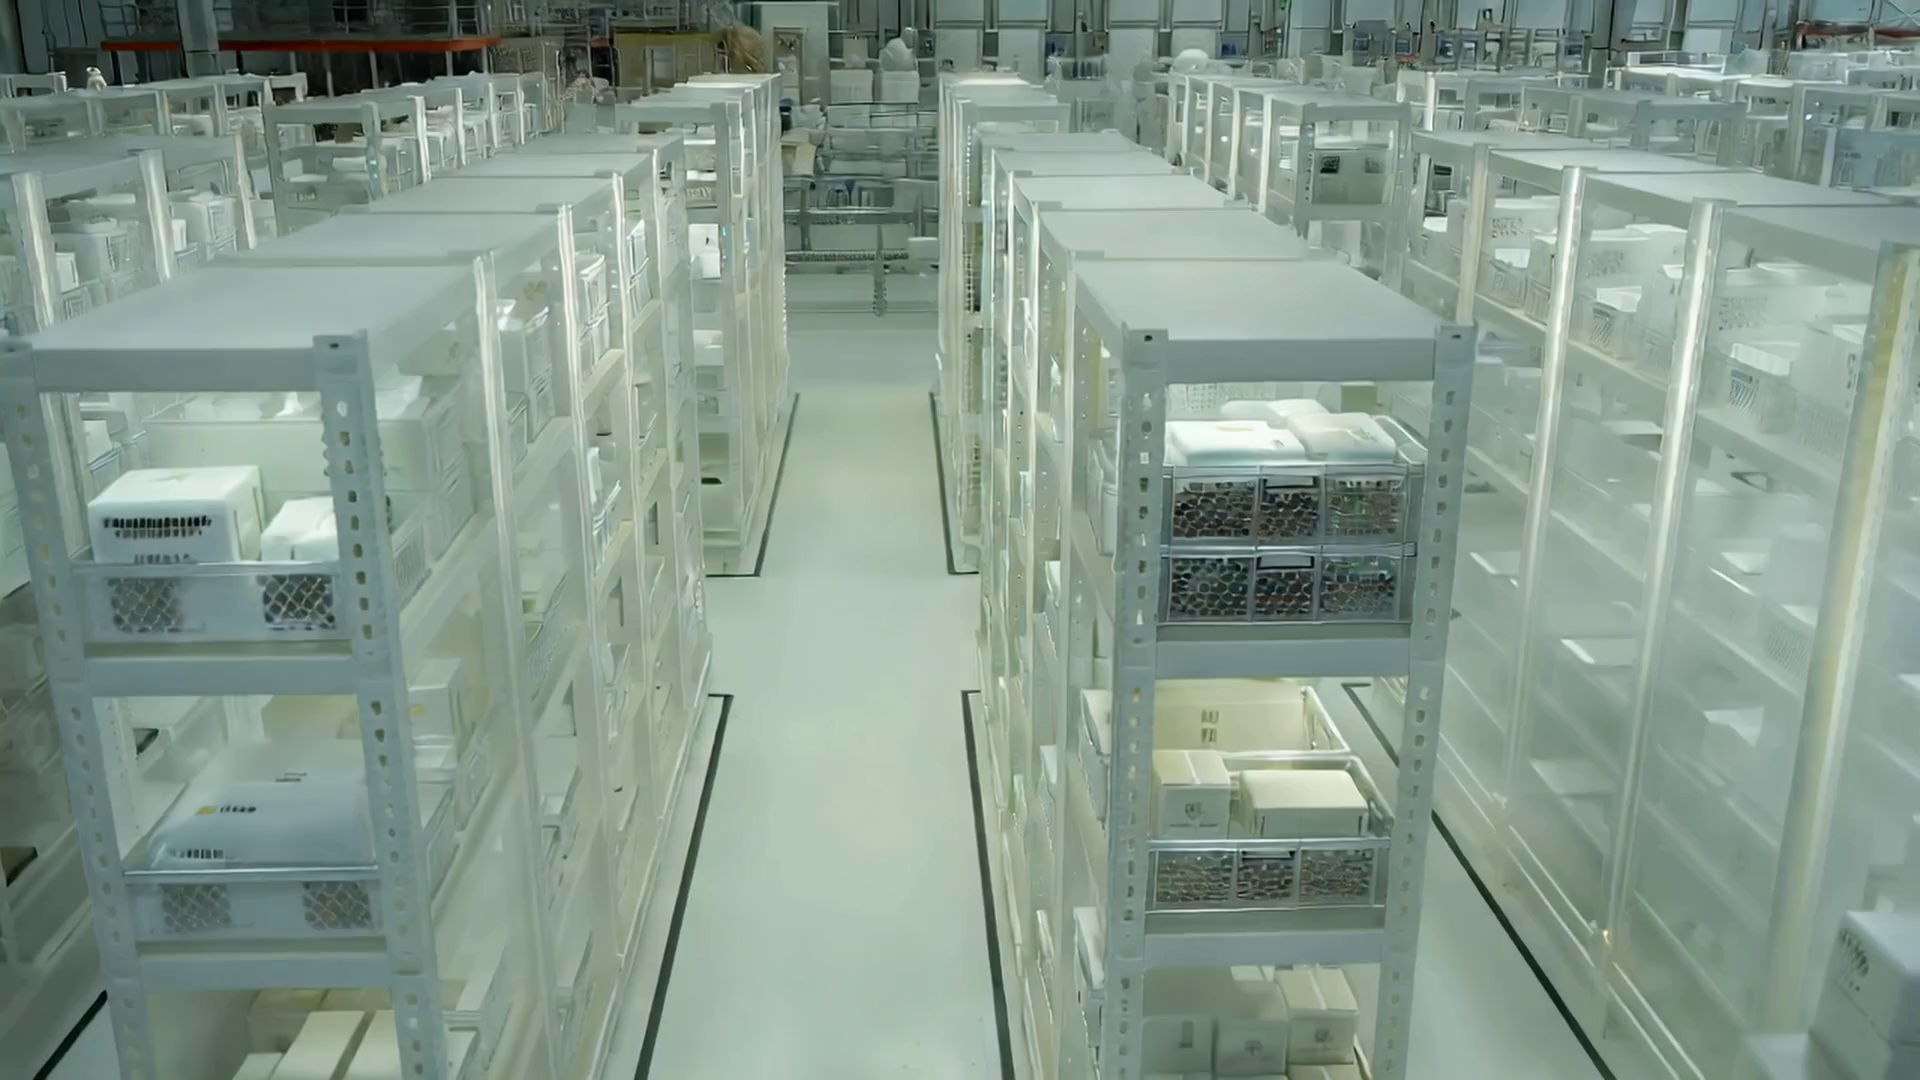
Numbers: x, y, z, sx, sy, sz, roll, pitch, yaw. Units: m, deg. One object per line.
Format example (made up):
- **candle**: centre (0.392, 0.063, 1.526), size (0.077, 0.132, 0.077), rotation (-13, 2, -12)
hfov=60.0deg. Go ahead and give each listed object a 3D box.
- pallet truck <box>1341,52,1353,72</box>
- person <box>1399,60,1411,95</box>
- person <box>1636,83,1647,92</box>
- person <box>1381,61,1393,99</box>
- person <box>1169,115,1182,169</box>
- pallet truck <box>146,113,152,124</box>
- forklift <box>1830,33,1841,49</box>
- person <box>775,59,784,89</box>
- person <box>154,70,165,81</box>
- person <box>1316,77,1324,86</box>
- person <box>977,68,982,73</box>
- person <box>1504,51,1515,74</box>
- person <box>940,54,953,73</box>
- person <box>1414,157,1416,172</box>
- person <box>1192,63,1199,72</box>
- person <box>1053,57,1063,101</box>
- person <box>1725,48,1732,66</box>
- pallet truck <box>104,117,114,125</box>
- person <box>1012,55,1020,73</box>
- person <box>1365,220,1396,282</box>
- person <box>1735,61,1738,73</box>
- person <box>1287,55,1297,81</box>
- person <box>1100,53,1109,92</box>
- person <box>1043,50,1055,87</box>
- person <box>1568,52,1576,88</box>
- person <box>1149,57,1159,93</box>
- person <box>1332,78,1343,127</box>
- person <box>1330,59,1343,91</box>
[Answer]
- **pallet truck**: centre (18.794, -23.123, 82.231), size (0.823, 1.965, 1.885), rotation (-13, 22, -35)
- **person**: centre (21.510, -22.401, 80.505), size (0.536, 1.685, 0.442), rotation (3, 18, 8)
- **person**: centre (25.710, -16.639, 62.703), size (0.537, 1.668, 0.817), rotation (-15, 23, -38)
- **person**: centre (19.563, -21.154, 76.575), size (0.881, 1.731, 0.529), rotation (-1, 18, -2)
- **person**: centre (5.207, -9.371, 40.100), size (0.369, 1.735, 0.540), rotation (-16, 24, -41)
- **pallet truck**: centre (-18.087, -8.309, 36.390), size (1.885, 1.965, 0.823), rotation (-1, 18, -4)
- **forklift**: centre (43.715, -23.952, 83.383), size (1.873, 2.768, 1.129), rotation (5, 19, 16)
- **person**: centre (-8.795, -22.749, 81.348), size (0.431, 1.836, 0.619), rotation (-8, 20, -25)
- **person**: centre (-30.073, -16.717, 62.592), size (0.362, 1.882, 0.576), rotation (1, 18, 3)
- **person**: centre (12.230, -14.859, 56.873), size (0.328, 1.865, 0.521), rotation (2, 18, 5)
- **person**: centre (0.781, -17.438, 64.862), size (0.506, 1.862, 0.331), rotation (-11, 21, -31)
- **person**: centre (28.951, -24.824, 87.691), size (1.011, 1.891, 0.549), rotation (-13, 22, -34)
- **person**: centre (-0.654, -22.581, 80.658), size (0.627, 1.935, 0.371), rotation (2, 18, 5)
- **person**: centre (11.922, -10.240, 42.892), size (0.542, 1.670, 0.753), rotation (0, 18, 1)
- **person**: centre (9.252, -17.804, 65.724), size (0.601, 2.035, 0.402), rotation (5, 19, 14)
- **person**: centre (4.338, -20.539, 74.237), size (0.395, 1.993, 0.616), rotation (-9, 20, -26)
- **person**: centre (41.606, -25.675, 90.249), size (0.367, 1.932, 0.623), rotation (1, 18, 2)
- **pallet truck**: centre (-18.367, -7.885, 35.078), size (1.885, 1.965, 0.823), rotation (1, 18, 2)
- **person**: centre (2.671, -22.508, 80.521), size (0.978, 1.870, 0.610), rotation (-4, 18, -12)
- **person**: centre (5.047, -3.118, 20.491), size (0.738, 1.884, 0.678), rotation (2, 18, 7)
- **person**: centre (34.643, -20.422, 74.037), size (0.571, 1.888, 0.963), rotation (16, 24, 40)
- **person**: centre (16.583, -23.162, 82.647), size (0.866, 1.799, 0.621), rotation (-15, 23, -38)
- **person**: centre (7.257, -23.497, 83.568), size (0.651, 1.887, 0.634), rotation (13, 22, 34)
- **person**: centre (4.816, -25.127, 88.578), size (0.903, 1.904, 0.556), rotation (14, 22, 36)
- **person**: centre (30.525, -23.373, 83.102), size (0.355, 1.936, 0.635), rotation (12, 21, 32)
- **person**: centre (9.627, -23.120, 82.628), size (0.493, 1.743, 0.295), rotation (3, 18, 10)
- **person**: centre (12.983, -15.007, 57.400), size (0.557, 1.813, 0.623), rotation (5, 18, 14)
- **person**: centre (16.908, -20.497, 74.277), size (0.599, 1.882, 0.935), rotation (-17, 25, -42)
